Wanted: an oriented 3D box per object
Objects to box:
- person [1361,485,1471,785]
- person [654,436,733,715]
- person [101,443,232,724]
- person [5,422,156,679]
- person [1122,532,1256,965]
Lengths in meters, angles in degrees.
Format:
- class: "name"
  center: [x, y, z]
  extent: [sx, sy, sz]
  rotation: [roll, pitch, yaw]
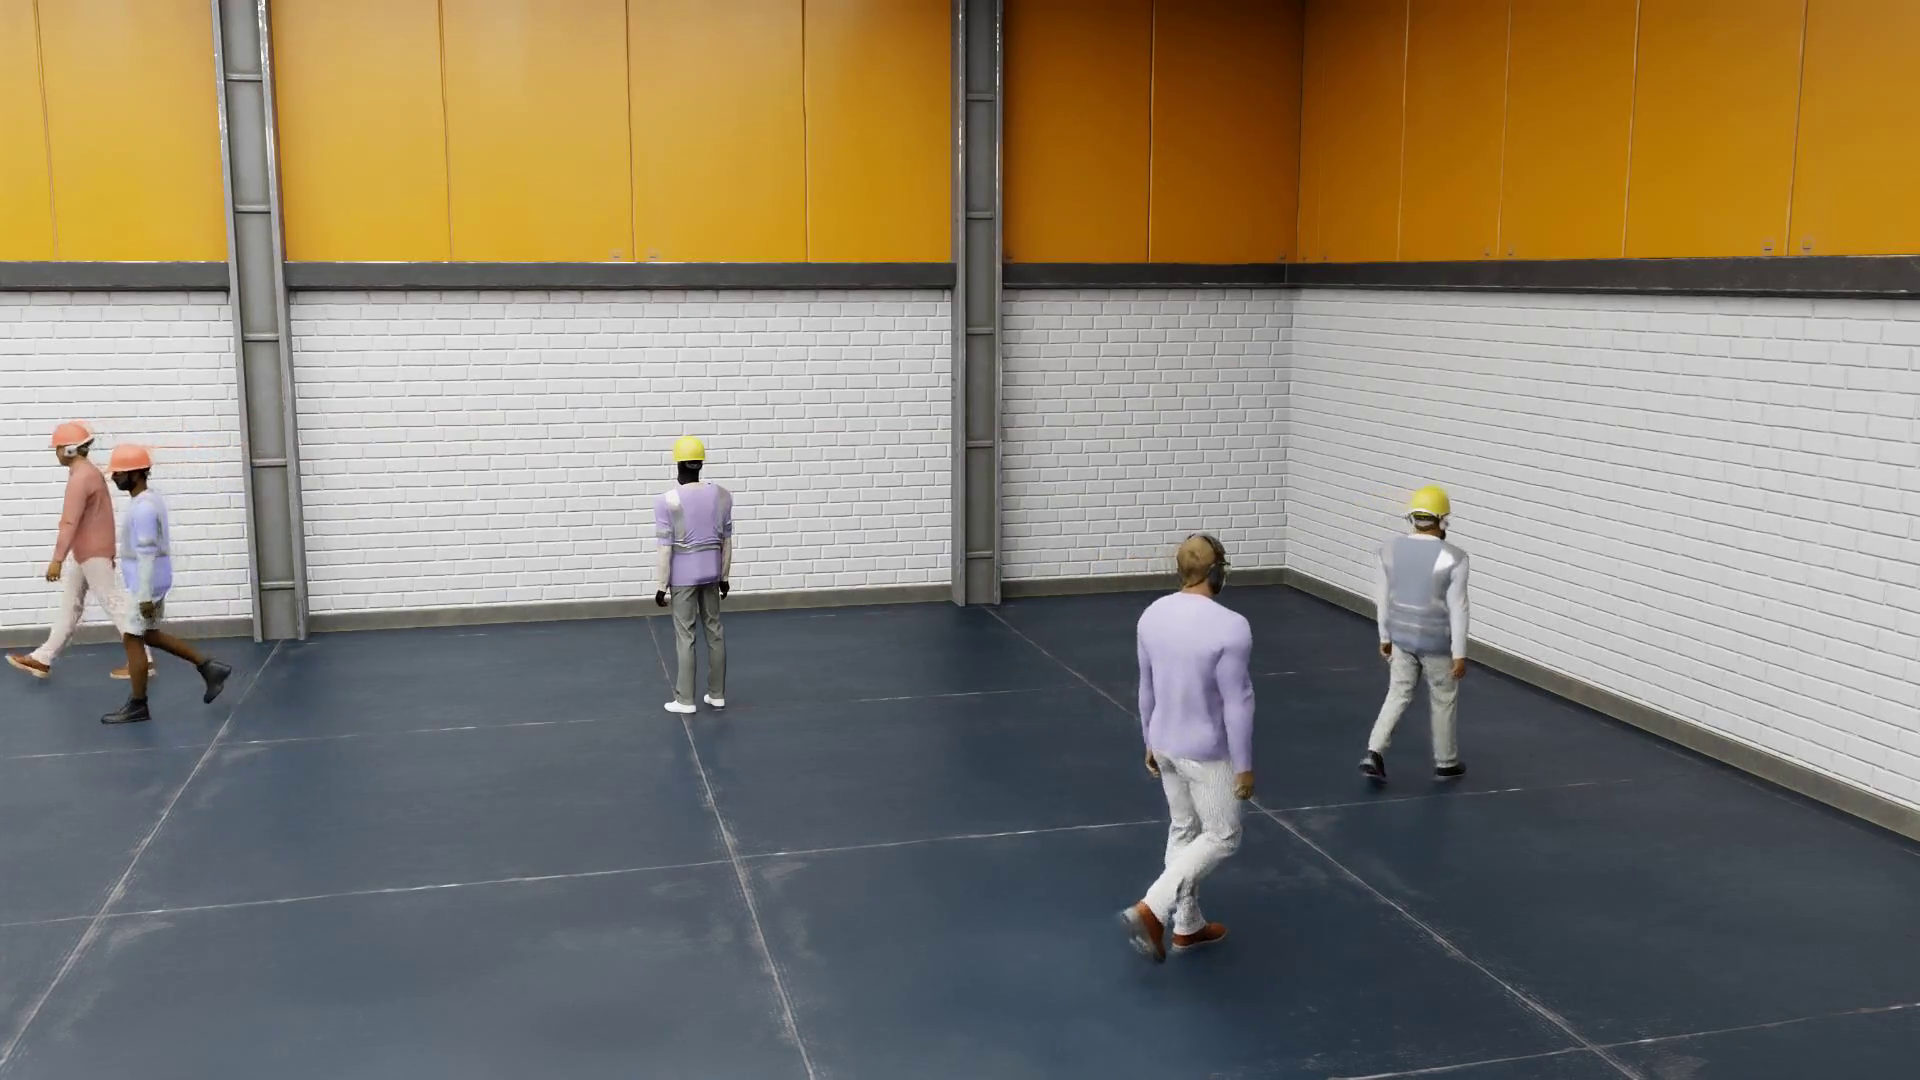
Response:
- class: "person"
  center: [2.723, 0.572, 9.801]
  extent: [0.719, 1.816, 0.608]
  rotation: [-9, 12, -43]
- class: "person"
  center: [-1.841, 0.244, 11.474]
  extent: [0.587, 1.927, 0.364]
  rotation: [-8, 12, -39]
- class: "person"
  center: [-5.444, 0.284, 11.299]
  extent: [0.745, 1.916, 0.553]
  rotation: [-3, 10, -20]
- class: "person"
  center: [-6.563, 0.100, 12.347]
  extent: [1.049, 1.927, 0.624]
  rotation: [-4, 10, -21]
- class: "person"
  center: [0.963, 0.925, 7.247]
  extent: [0.618, 1.918, 0.641]
  rotation: [-6, 11, -34]
